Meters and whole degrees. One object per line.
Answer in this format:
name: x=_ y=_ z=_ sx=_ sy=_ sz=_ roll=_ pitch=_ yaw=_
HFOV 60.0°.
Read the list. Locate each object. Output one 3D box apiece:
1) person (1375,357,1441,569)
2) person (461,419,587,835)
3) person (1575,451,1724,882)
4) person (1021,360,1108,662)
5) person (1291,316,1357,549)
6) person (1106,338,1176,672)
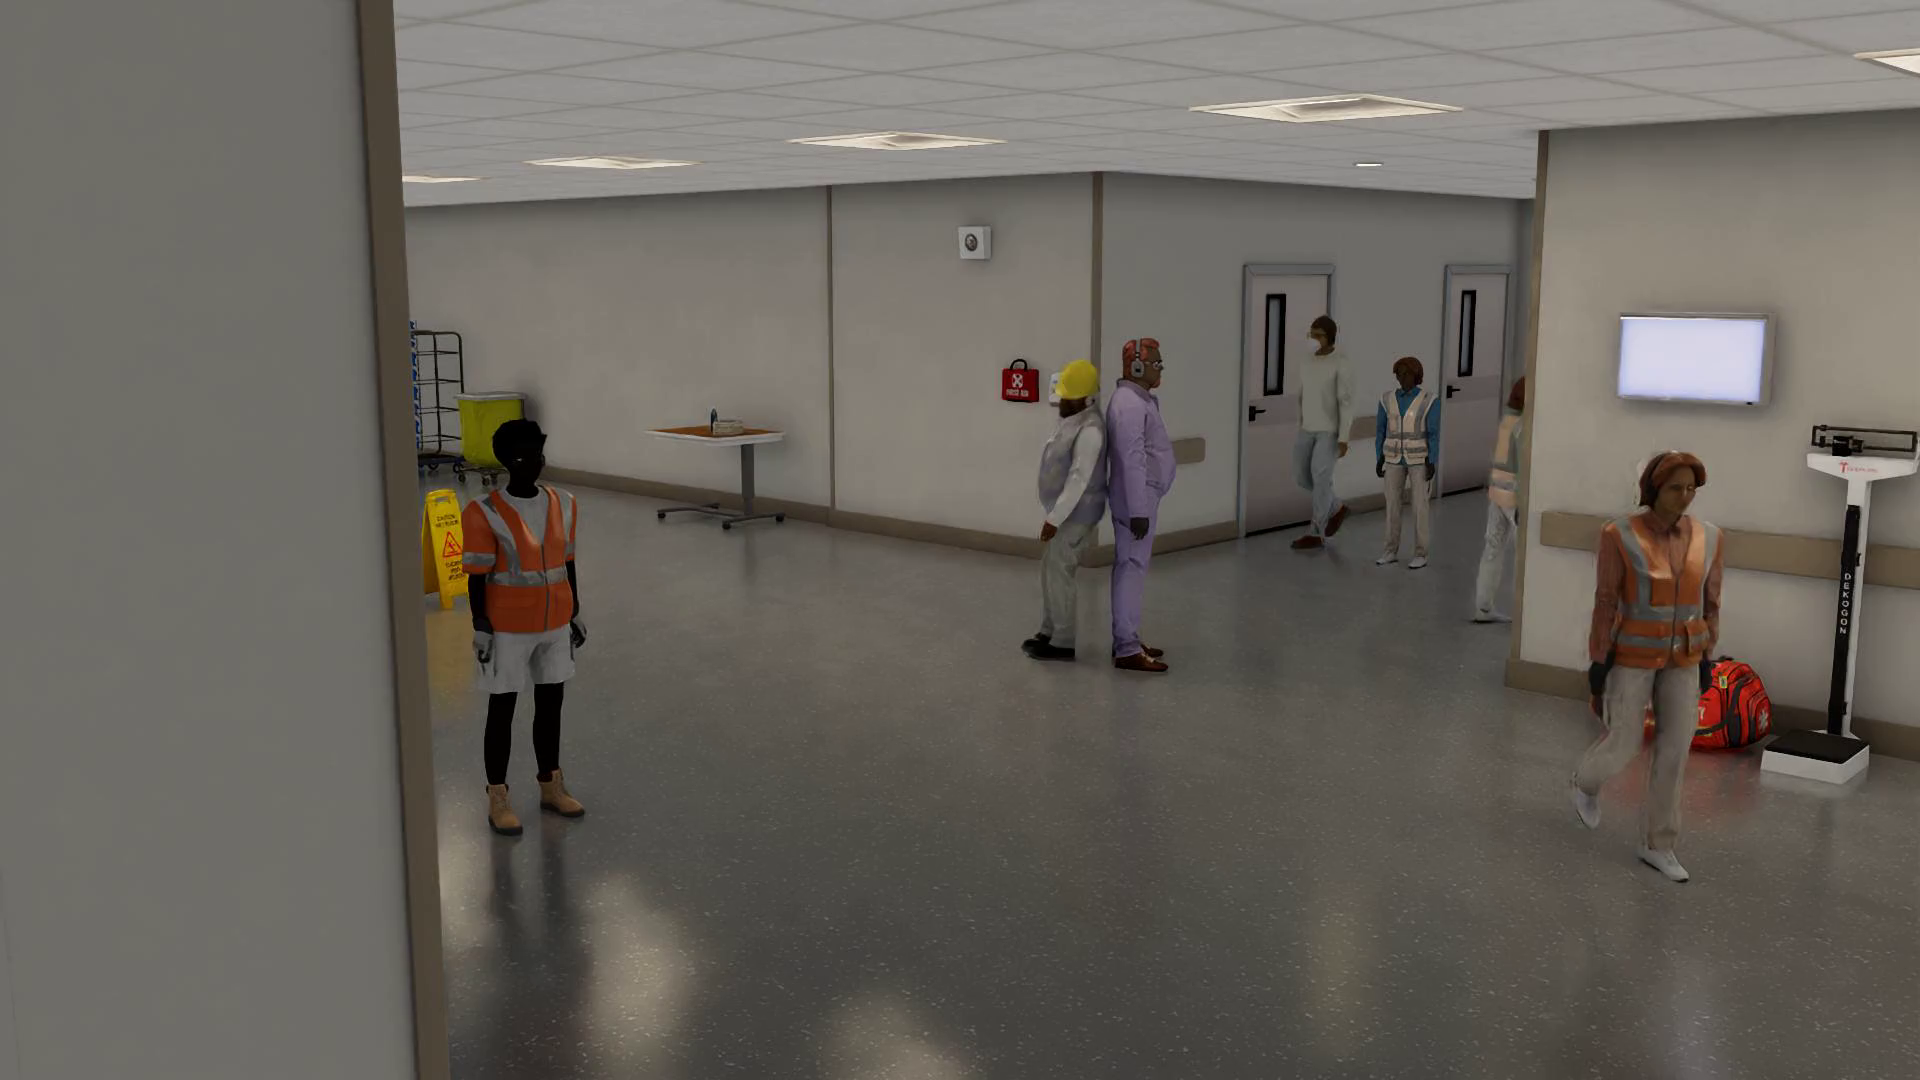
person: x=3.447 y=-0.597 z=12.833 sx=0.509 sy=1.629 sz=0.314 roll=7 pitch=12 yaw=36
person: x=-1.779 y=0.345 z=6.845 sx=0.316 sy=1.695 sz=0.542 roll=9 pitch=13 yaw=43
person: x=2.646 y=0.451 z=6.413 sx=0.528 sy=1.618 sz=0.566 roll=-1 pitch=9 yaw=-6
person: x=0.616 y=-0.163 z=9.744 sx=0.474 sy=1.781 sz=0.667 roll=0 pitch=9 yaw=-1
person: x=3.013 y=-0.884 z=13.693 sx=0.595 sy=1.922 sz=0.639 roll=-6 pitch=11 yaw=-31
person: x=1.039 y=-0.209 z=9.607 sx=0.408 sy=1.909 sz=0.642 roll=1 pitch=9 yaw=4
